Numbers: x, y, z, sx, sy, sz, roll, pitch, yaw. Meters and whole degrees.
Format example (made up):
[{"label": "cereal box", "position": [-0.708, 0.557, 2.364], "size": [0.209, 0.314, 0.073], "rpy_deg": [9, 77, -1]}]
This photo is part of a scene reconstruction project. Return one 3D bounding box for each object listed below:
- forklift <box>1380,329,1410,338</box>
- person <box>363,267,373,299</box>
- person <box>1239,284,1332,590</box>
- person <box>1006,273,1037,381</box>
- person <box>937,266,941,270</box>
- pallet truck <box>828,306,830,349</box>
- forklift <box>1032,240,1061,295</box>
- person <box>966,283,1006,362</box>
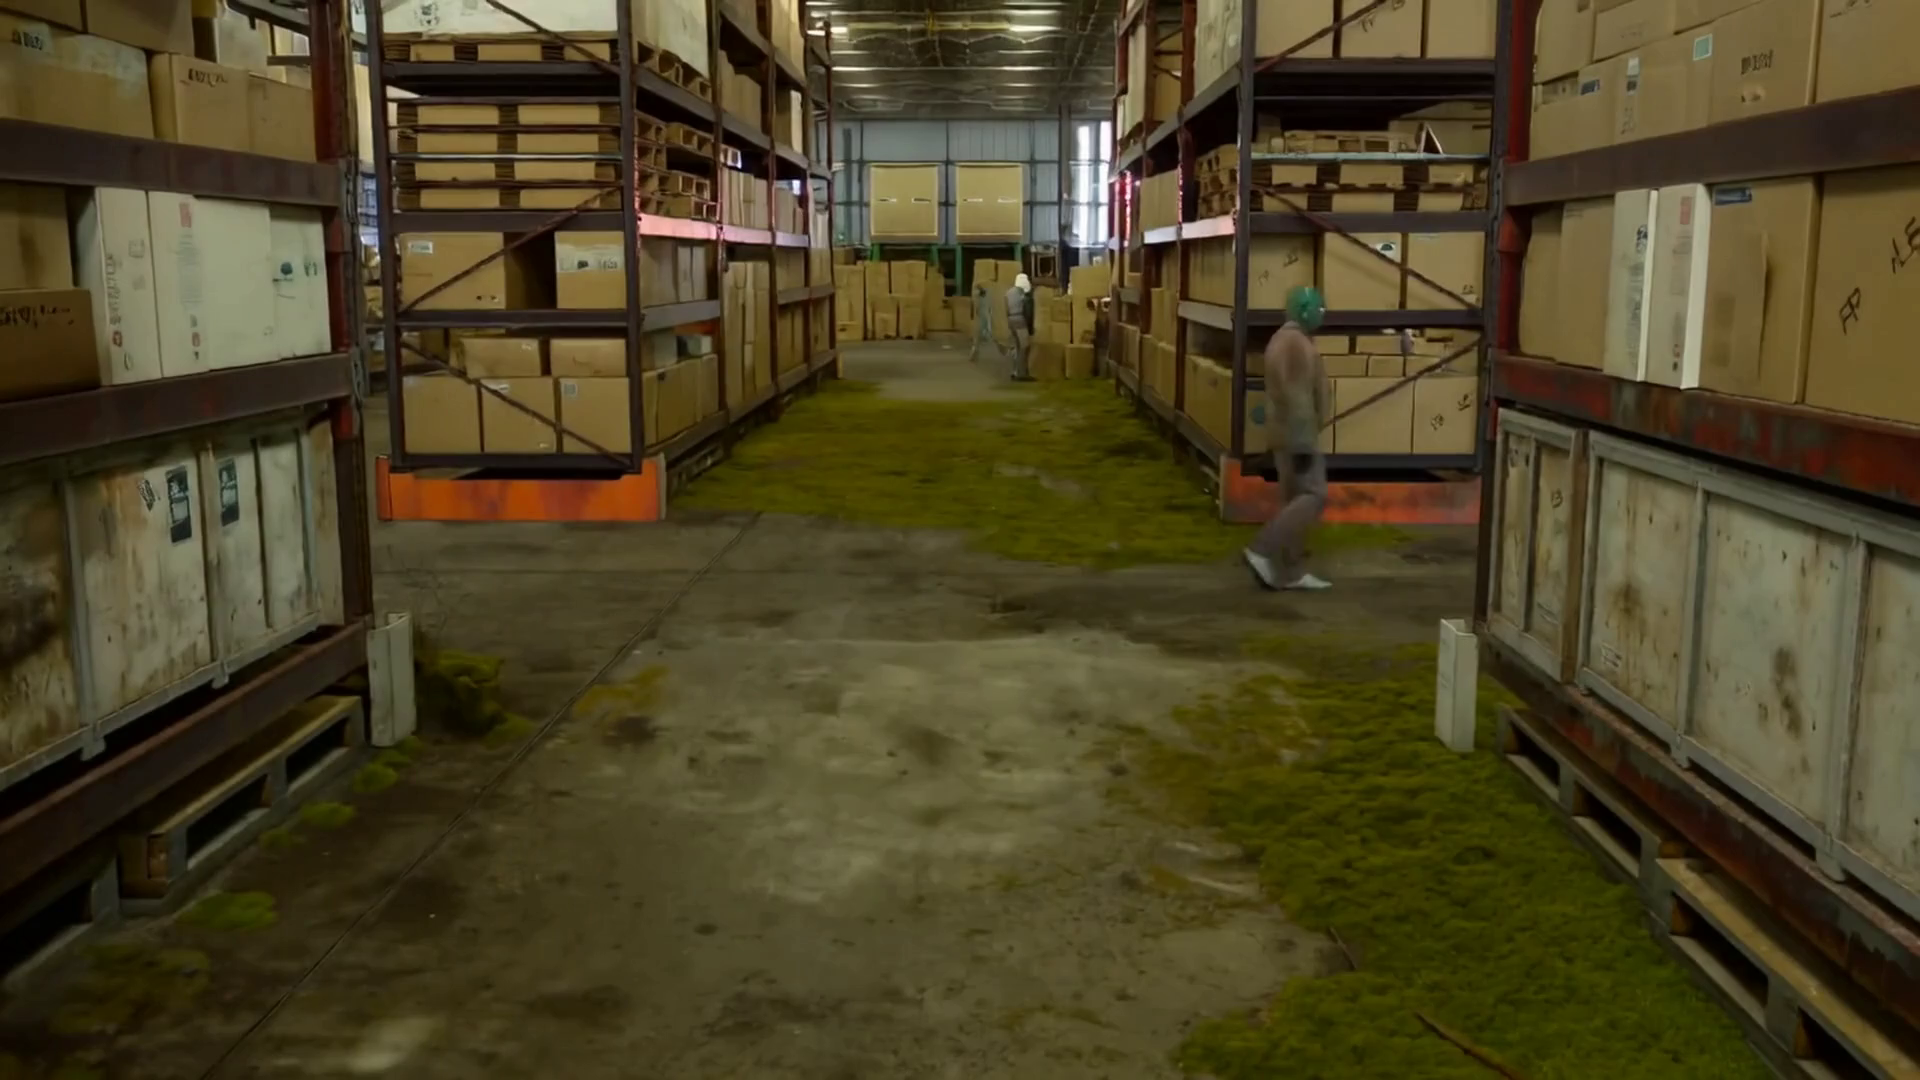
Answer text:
[{"label": "forklift", "position": [5.389, -3.361, 23.692], "size": [1.873, 2.768, 1.129], "rpy_deg": [0, 9, 1]}, {"label": "person", "position": [-21.179, -8.776, 59.127], "size": [0.596, 1.870, 0.772], "rpy_deg": [-7, 12, -36]}, {"label": "person", "position": [2.024, -0.607, 10.136], "size": [0.499, 1.893, 0.669], "rpy_deg": [0, 9, -1]}, {"label": "person", "position": [1.060, -3.647, 28.509], "size": [0.429, 1.847, 0.625], "rpy_deg": [-7, 12, -37]}, {"label": "person", "position": [-0.659, -7.755, 52.880], "size": [0.777, 1.910, 0.557], "rpy_deg": [0, 9, 1]}, {"label": "pallet truck", "position": [-3.100, -3.940, 29.800], "size": [1.885, 1.965, 0.823], "rpy_deg": [3, 10, 19]}, {"label": "forklift", "position": [3.172, -9.648, 61.356], "size": [1.129, 2.768, 1.873], "rpy_deg": [0, 9, 1]}, {"label": "person", "position": [0.545, -4.432, 33.947], "size": [0.784, 1.608, 0.538], "rpy_deg": [-2, 10, -14]}]
